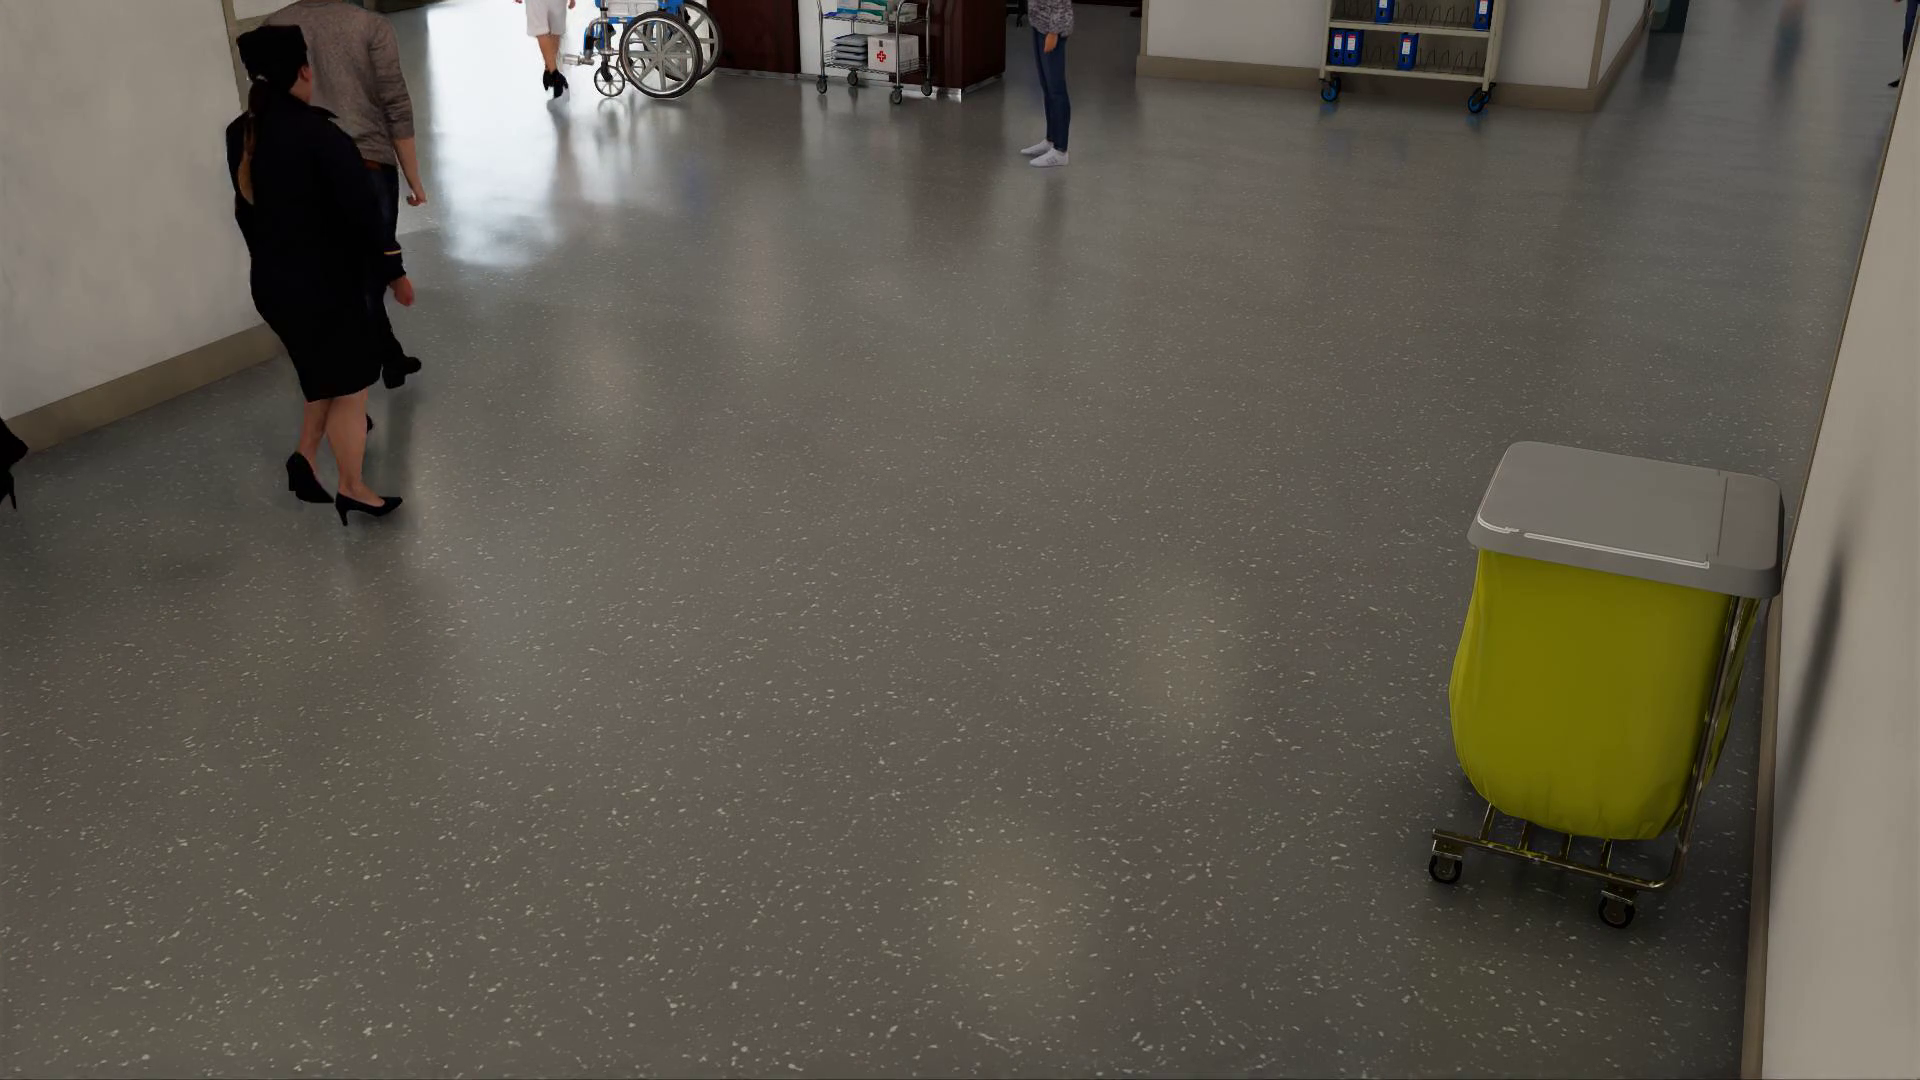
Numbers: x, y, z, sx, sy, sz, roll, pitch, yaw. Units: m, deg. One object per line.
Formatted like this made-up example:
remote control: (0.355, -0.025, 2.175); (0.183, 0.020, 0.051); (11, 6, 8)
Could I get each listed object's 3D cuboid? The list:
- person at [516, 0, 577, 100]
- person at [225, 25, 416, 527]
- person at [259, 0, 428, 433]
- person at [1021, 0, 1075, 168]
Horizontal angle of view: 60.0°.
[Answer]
person: (-3.034, -4.016, 12.277); (0.994, 1.513, 1.032); (-9, 27, -18)
person: (-2.167, -0.800, 5.436); (0.684, 1.661, 0.843); (19, 31, 33)
person: (-2.331, -1.302, 6.255); (1.230, 1.856, 1.019); (2, 26, 4)
person: (0.569, -3.241, 10.418); (0.695, 1.731, 0.689); (-3, 26, -5)
